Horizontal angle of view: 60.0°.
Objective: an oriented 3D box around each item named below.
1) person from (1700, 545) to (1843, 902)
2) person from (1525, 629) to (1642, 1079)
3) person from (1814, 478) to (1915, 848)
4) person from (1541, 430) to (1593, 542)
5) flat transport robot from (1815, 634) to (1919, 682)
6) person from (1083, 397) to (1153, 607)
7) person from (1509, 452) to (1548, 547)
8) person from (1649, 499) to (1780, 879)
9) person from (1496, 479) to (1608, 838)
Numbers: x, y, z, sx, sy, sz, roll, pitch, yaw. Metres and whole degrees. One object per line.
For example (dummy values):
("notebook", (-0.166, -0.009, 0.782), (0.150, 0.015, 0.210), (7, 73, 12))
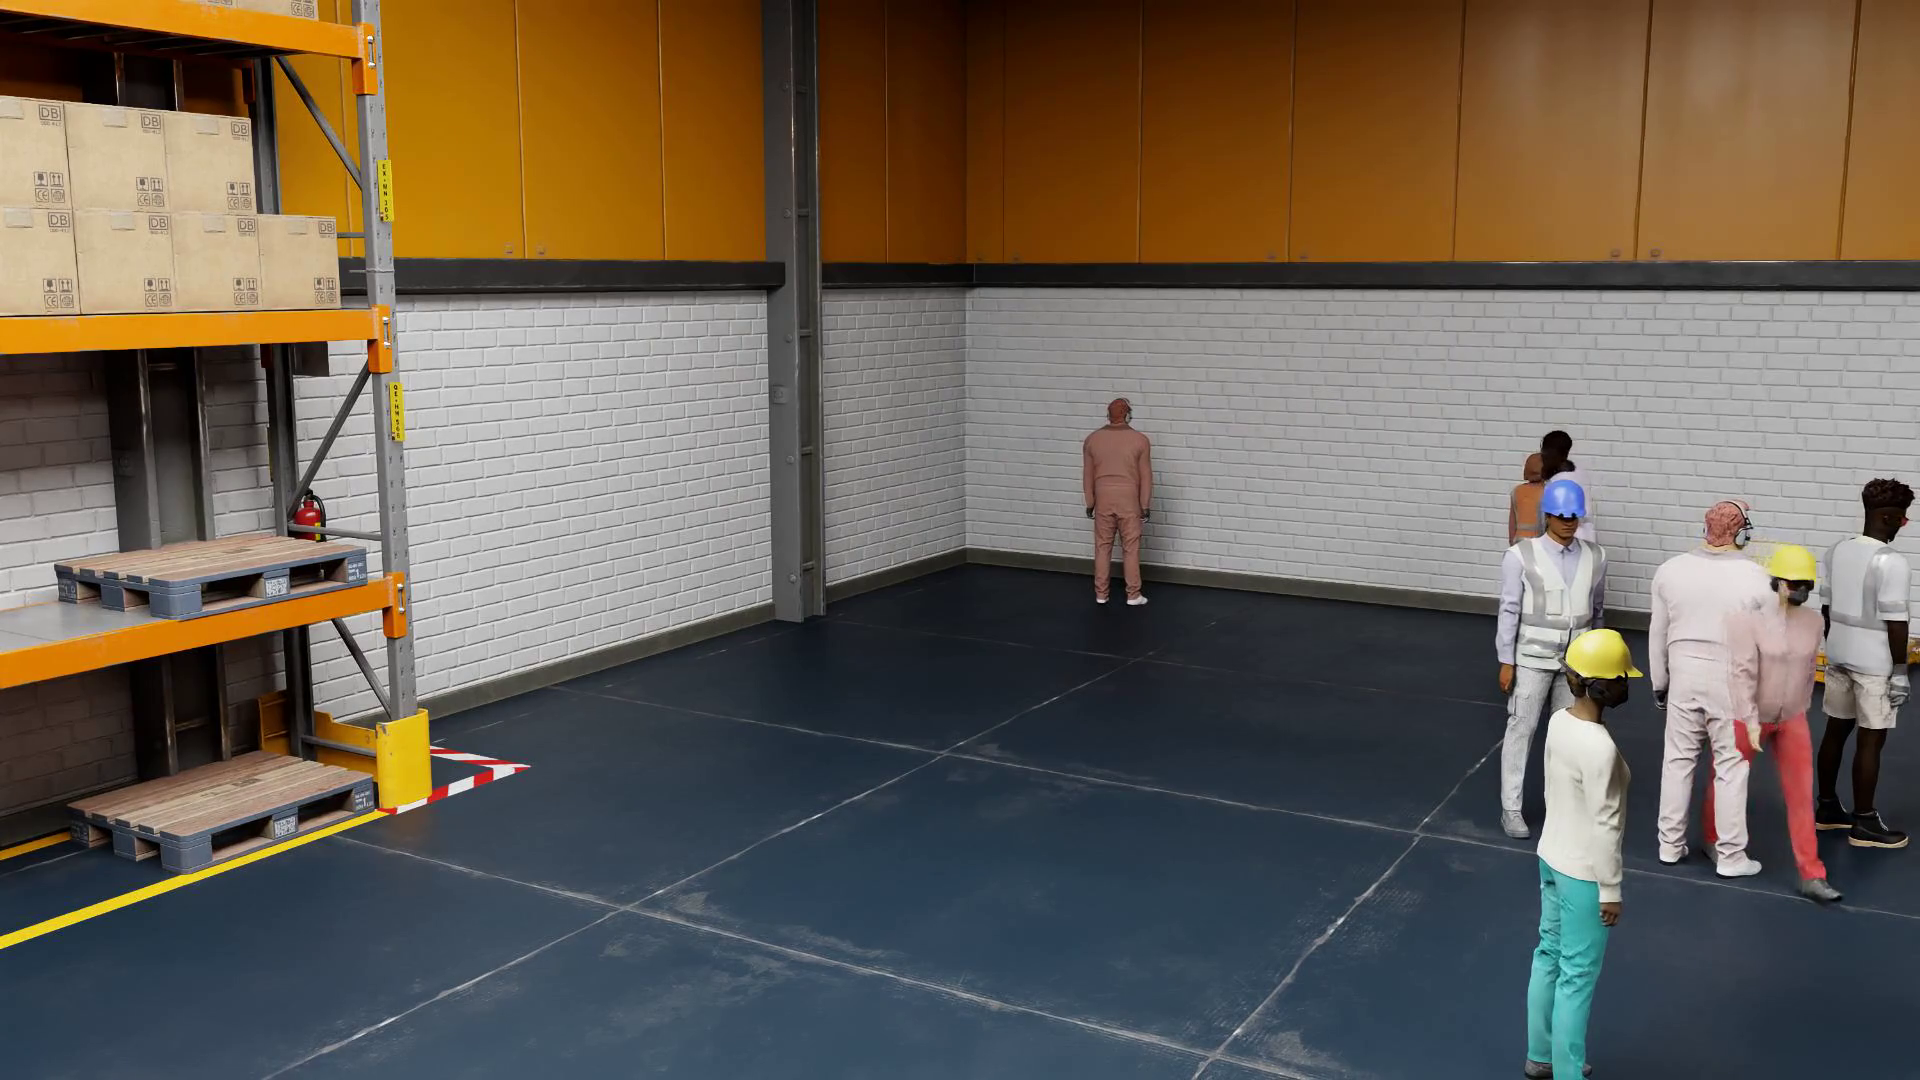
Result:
("person", (3.997, 0.871, 8.185), (0.534, 1.722, 0.892), (-1, 9, -8))
("person", (2.269, 1.191, 6.042), (0.309, 1.769, 0.524), (0, 9, -1))
("person", (4.833, 0.643, 8.862), (0.375, 1.959, 0.603), (-2, 9, -9))
("person", (4.521, 0.116, 12.423), (0.373, 1.880, 0.694), (6, 11, 32))
("flat transport robot", (6.779, 0.873, 12.676), (1.431, 0.197, 0.652), (-9, 13, -44))
("person", (1.449, -0.345, 15.192), (0.643, 1.909, 0.399), (4, 10, 22))
("person", (4.514, 0.127, 13.076), (0.309, 1.641, 0.515), (-5, 10, -27))
("person", (3.821, 0.742, 8.407), (0.400, 1.907, 0.644), (-8, 12, -42))
("person", (3.183, 0.636, 8.942), (0.614, 1.945, 0.403), (-2, 9, -10))
